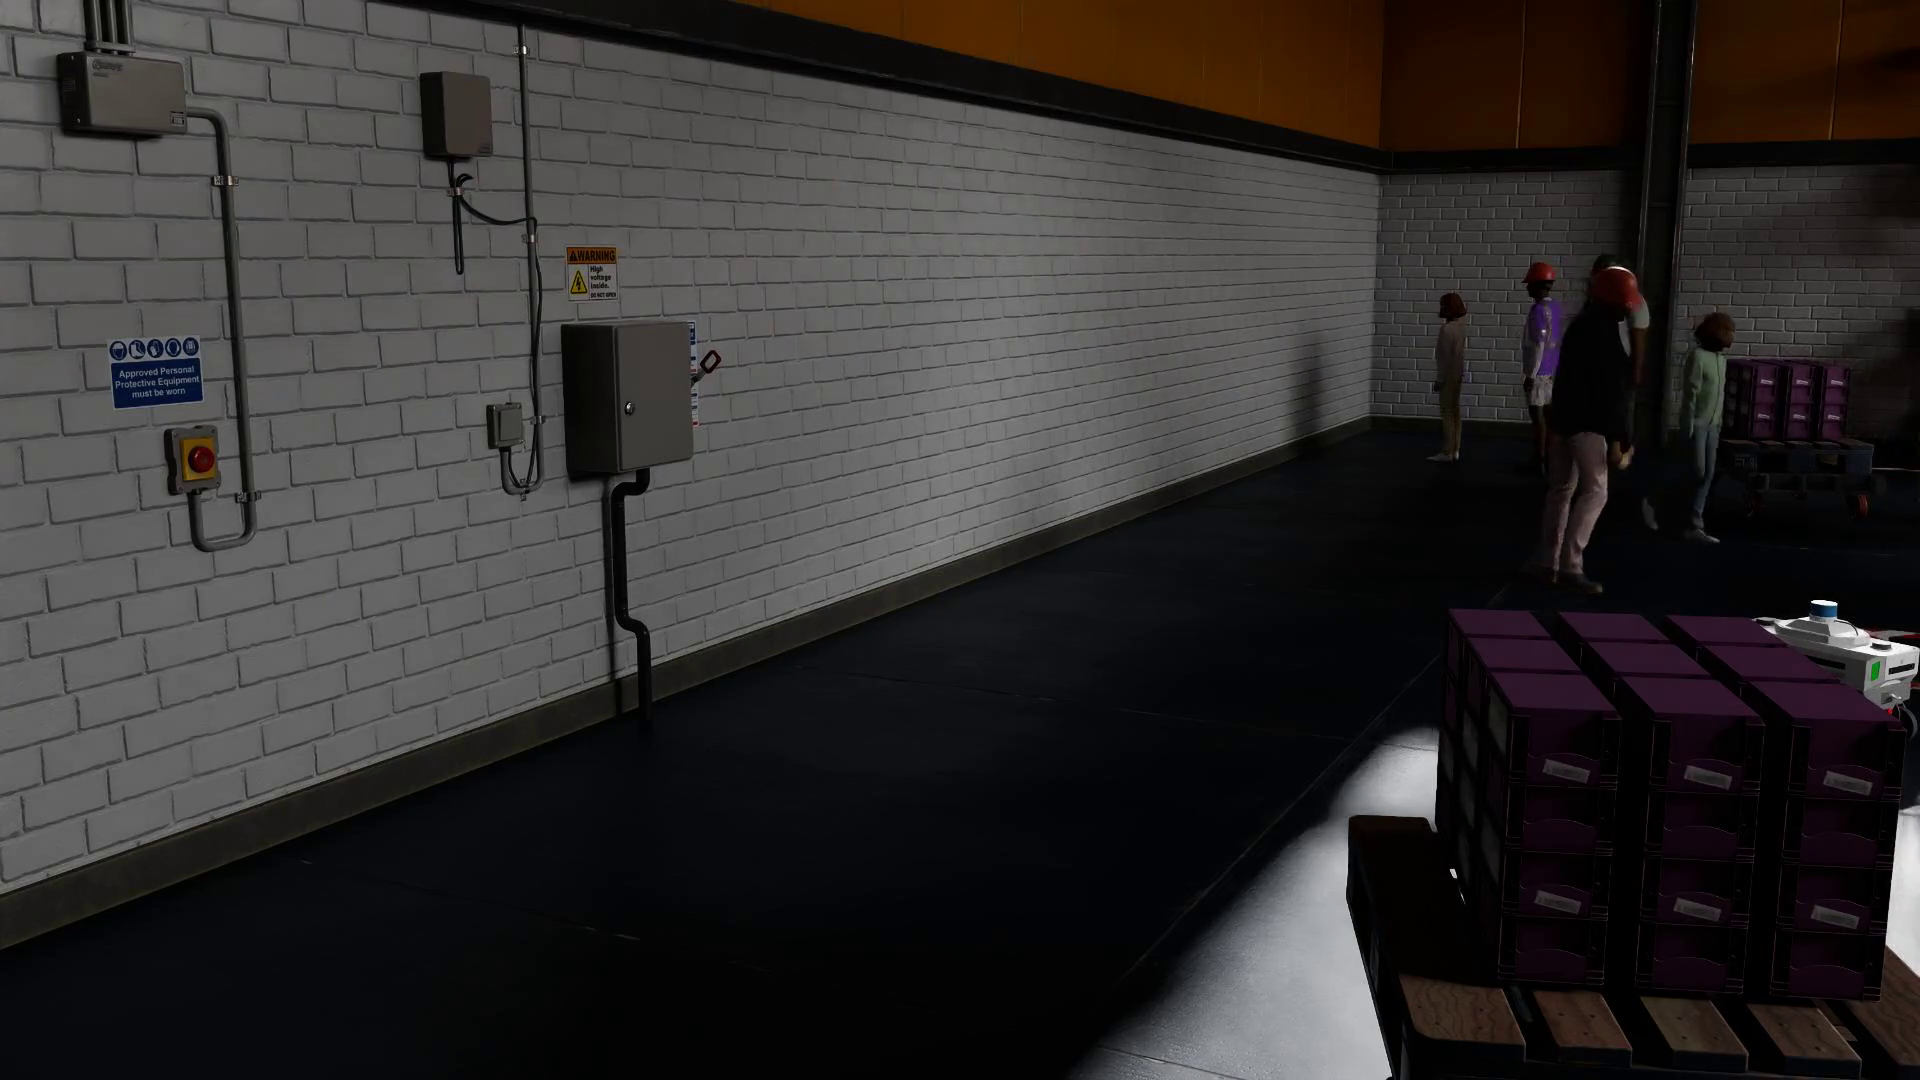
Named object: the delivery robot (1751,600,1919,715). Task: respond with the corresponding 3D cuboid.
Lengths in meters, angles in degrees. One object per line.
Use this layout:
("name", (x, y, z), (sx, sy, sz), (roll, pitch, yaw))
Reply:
("delivery robot", (3.627, 0.499, 7.015), (0.477, 0.478, 0.707), (-6, 11, -30))

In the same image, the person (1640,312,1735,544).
("person", (5.160, -0.796, 11.691), (0.536, 1.611, 0.469), (-8, 12, -37))

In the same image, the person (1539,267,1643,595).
("person", (3.751, -0.664, 10.026), (0.391, 1.945, 0.751), (-1, 10, -4))

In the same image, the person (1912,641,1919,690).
("person", (4.538, -0.199, 7.317), (0.669, 1.936, 0.414), (-6, 12, -33))

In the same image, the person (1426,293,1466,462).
("person", (4.743, -1.576, 16.168), (0.278, 1.636, 0.501), (7, 12, 34))

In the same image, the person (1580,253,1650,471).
("person", (5.856, -1.601, 15.143), (0.536, 2.000, 0.704), (-5, 11, -27))

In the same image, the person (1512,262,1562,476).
("person", (5.265, -1.558, 15.193), (0.373, 1.935, 0.552), (7, 12, 36))
